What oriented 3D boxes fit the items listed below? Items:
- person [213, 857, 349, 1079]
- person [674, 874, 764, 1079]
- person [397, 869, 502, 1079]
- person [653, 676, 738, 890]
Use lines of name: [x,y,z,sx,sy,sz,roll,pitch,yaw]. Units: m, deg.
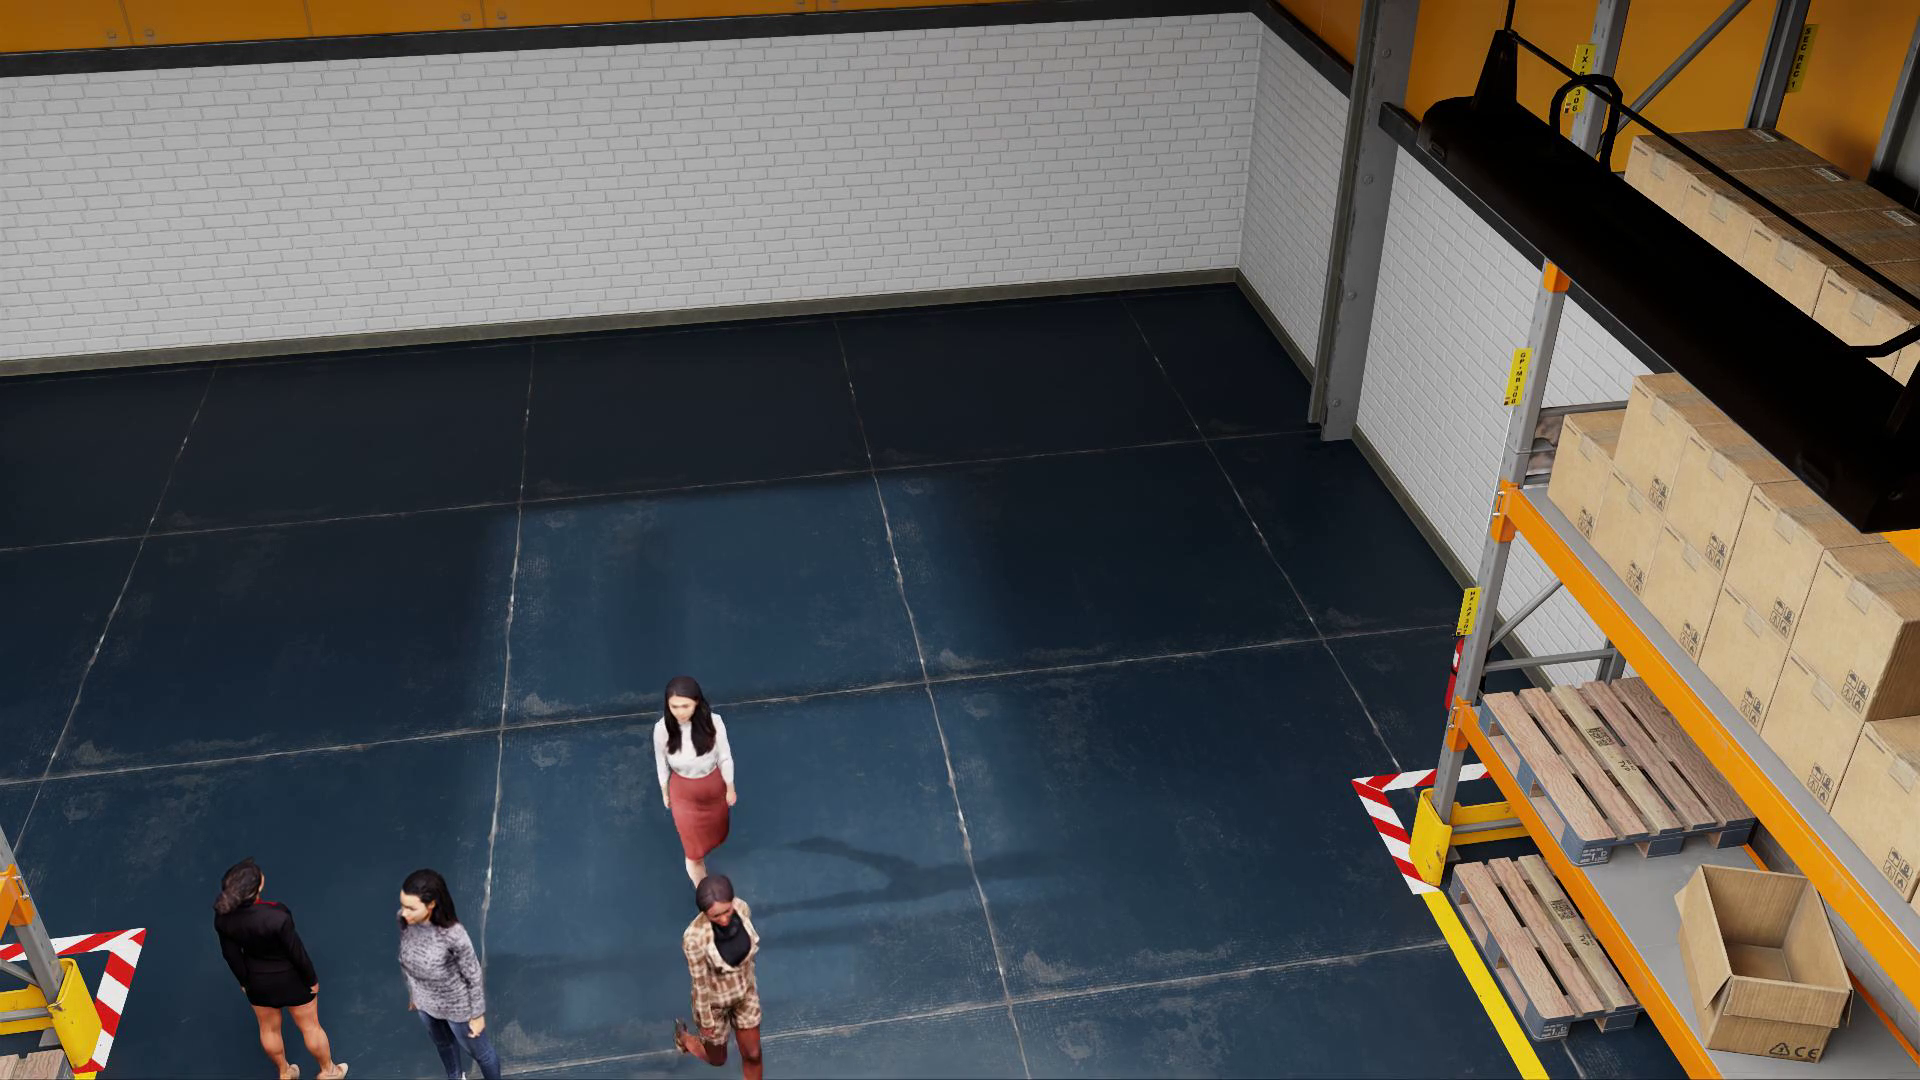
person: [-3.538,2.287,8.633,0.609,1.640,0.664,0,34,0]
person: [-1.260,2.317,8.475,1.066,1.764,0.926,27,42,34]
person: [-2.610,2.327,8.490,0.691,1.732,0.714,15,36,21]
person: [-1.520,1.474,9.776,0.641,1.728,0.985,-3,34,-4]
